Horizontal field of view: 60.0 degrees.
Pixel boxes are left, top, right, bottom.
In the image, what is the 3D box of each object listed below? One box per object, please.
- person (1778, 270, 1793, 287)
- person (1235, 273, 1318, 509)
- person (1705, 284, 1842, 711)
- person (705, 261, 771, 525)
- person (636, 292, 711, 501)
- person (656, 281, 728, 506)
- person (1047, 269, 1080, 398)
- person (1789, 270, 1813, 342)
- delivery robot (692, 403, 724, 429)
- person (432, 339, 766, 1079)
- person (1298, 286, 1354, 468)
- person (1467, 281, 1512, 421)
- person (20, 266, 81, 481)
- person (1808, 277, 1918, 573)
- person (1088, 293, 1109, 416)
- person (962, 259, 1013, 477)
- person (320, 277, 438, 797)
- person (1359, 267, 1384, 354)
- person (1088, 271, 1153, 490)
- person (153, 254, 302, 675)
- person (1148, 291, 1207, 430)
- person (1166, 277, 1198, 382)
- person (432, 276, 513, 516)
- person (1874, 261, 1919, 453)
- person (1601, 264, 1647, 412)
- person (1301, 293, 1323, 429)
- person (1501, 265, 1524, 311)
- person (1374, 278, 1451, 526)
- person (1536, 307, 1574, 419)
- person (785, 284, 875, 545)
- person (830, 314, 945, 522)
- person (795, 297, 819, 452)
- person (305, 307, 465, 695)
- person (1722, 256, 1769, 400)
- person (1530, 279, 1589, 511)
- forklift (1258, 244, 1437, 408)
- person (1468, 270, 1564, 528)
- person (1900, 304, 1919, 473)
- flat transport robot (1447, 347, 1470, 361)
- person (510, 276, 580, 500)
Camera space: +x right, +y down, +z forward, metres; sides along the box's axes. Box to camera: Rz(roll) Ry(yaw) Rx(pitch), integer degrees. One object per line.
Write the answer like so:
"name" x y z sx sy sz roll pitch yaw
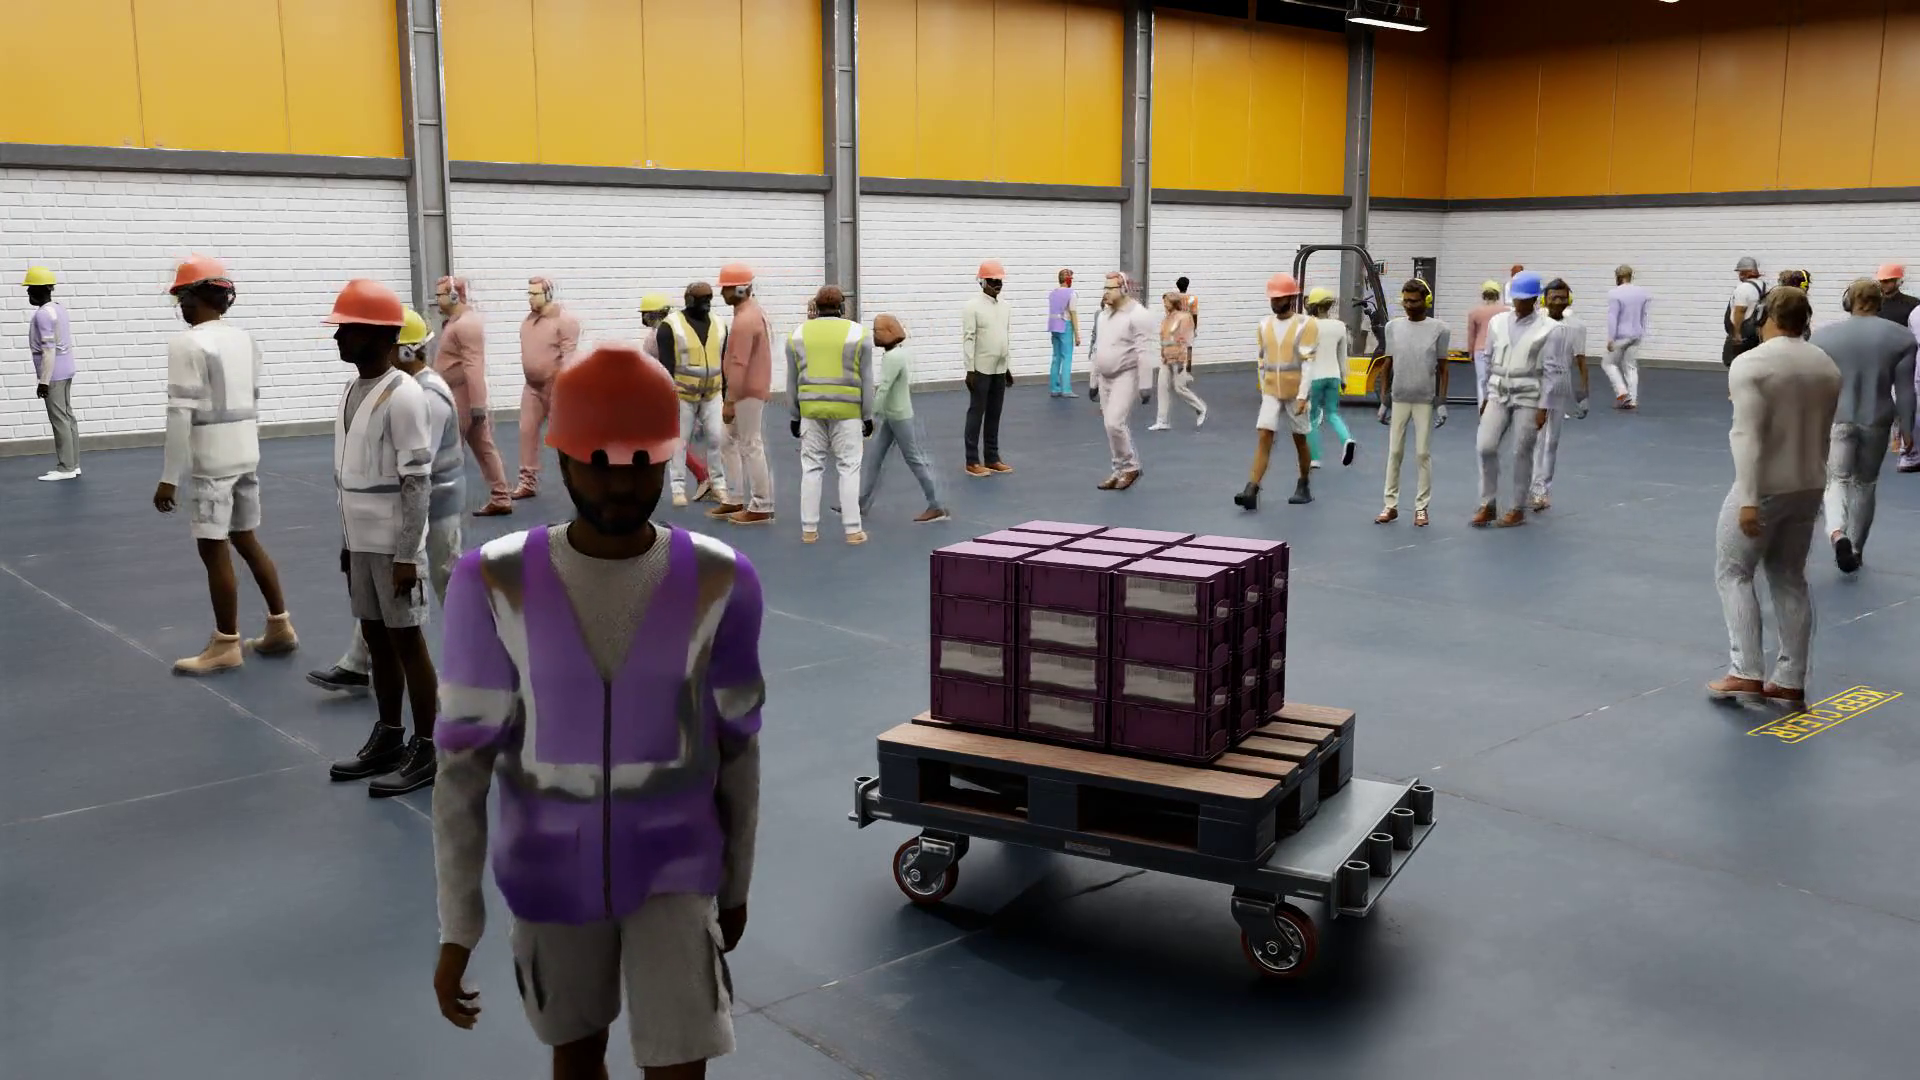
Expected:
"person" 11.773 -2.919 23.649 0.511 1.831 0.455 -7 12 -35
"person" 2.582 -1.183 13.336 0.550 1.882 0.987 7 12 36
"person" 3.692 -0.192 7.478 0.649 1.897 0.532 -3 10 -19
"person" -1.730 -1.084 12.460 0.647 1.975 0.645 -1 10 -4
"person" -2.417 -1.179 13.734 0.832 1.737 0.522 1 10 4
"person" -2.147 -1.179 13.497 0.628 1.825 0.433 -7 12 -36
"person" 1.462 -2.944 23.769 0.387 1.841 0.564 -6 12 -33
"person" 9.387 -2.105 18.765 0.319 1.870 0.521 -4 10 -20
"delivery robot" -2.721 -1.435 18.410 0.477 0.478 0.707 9 14 44
"person" -0.610 0.599 2.904 0.565 1.880 1.009 -2 10 -11
"person" 3.468 -1.521 15.725 0.550 1.744 0.599 -4 11 -24
"person" 6.429 -2.275 20.190 0.534 1.712 0.922 3 10 18
"person" -8.214 -1.498 15.036 0.371 1.929 0.584 -2 10 -14
"person" 5.744 -0.727 10.638 0.643 1.903 0.864 4 10 21
"person" 1.927 -2.381 21.119 0.557 1.609 0.552 9 13 43
"person" 0.275 -1.587 15.362 0.396 1.992 0.623 9 13 41
"person" -2.192 -0.009 6.282 0.545 1.943 0.347 9 13 43
"person" 7.519 -4.094 30.351 0.930 1.878 0.567 -4 11 -25
"person" 1.342 -1.358 14.324 0.444 1.889 0.678 -6 11 -31
"person" -3.583 -0.355 8.101 0.481 2.018 0.747 1 10 6
"person" 2.544 -2.080 19.325 0.658 1.621 0.516 -5 11 -27
"person" 3.584 -3.396 26.846 0.535 1.694 0.317 4 11 23
"person" -3.927 -1.078 12.755 0.963 1.857 0.679 -3 10 -19
"person" 9.289 -1.803 16.681 0.478 1.970 0.637 -7 12 -37
"person" 8.627 -2.616 21.620 0.692 1.914 0.470 -5 11 -26
"person" 4.019 -2.028 19.046 0.739 1.613 0.517 -9 13 -42
"person" 9.801 -3.929 29.443 0.634 1.870 0.602 -7 12 -34
"person" 3.406 -1.031 12.499 0.513 1.863 0.335 5 11 28
"person" 7.379 -2.320 20.706 0.513 1.637 0.313 8 13 40
"person" -0.916 -0.881 11.757 0.640 1.832 0.432 2 10 11
"person" -0.524 -0.913 12.625 0.883 1.581 0.506 -1 10 -8
"person" -1.343 -1.672 17.010 0.699 1.610 0.505 2 10 10
"person" -2.565 -0.145 7.512 0.866 1.796 0.596 -6 12 -33
"person" 10.913 -2.934 23.115 0.692 2.000 0.570 -6 11 -31
"person" 4.679 -1.127 13.127 0.560 1.833 0.887 2 10 10
"forklift" 5.256 -2.933 22.661 2.313 2.155 1.214 3 10 16
"person" 4.079 -1.018 12.259 0.626 1.913 0.642 9 13 44
"person" 9.233 -1.558 15.540 0.903 1.868 0.679 -3 10 -18
"flat transport robot" 9.769 -3.613 32.267 0.652 0.197 1.431 7 12 35
"person" -3.438 -1.299 14.068 0.633 1.867 0.958 5 11 27
